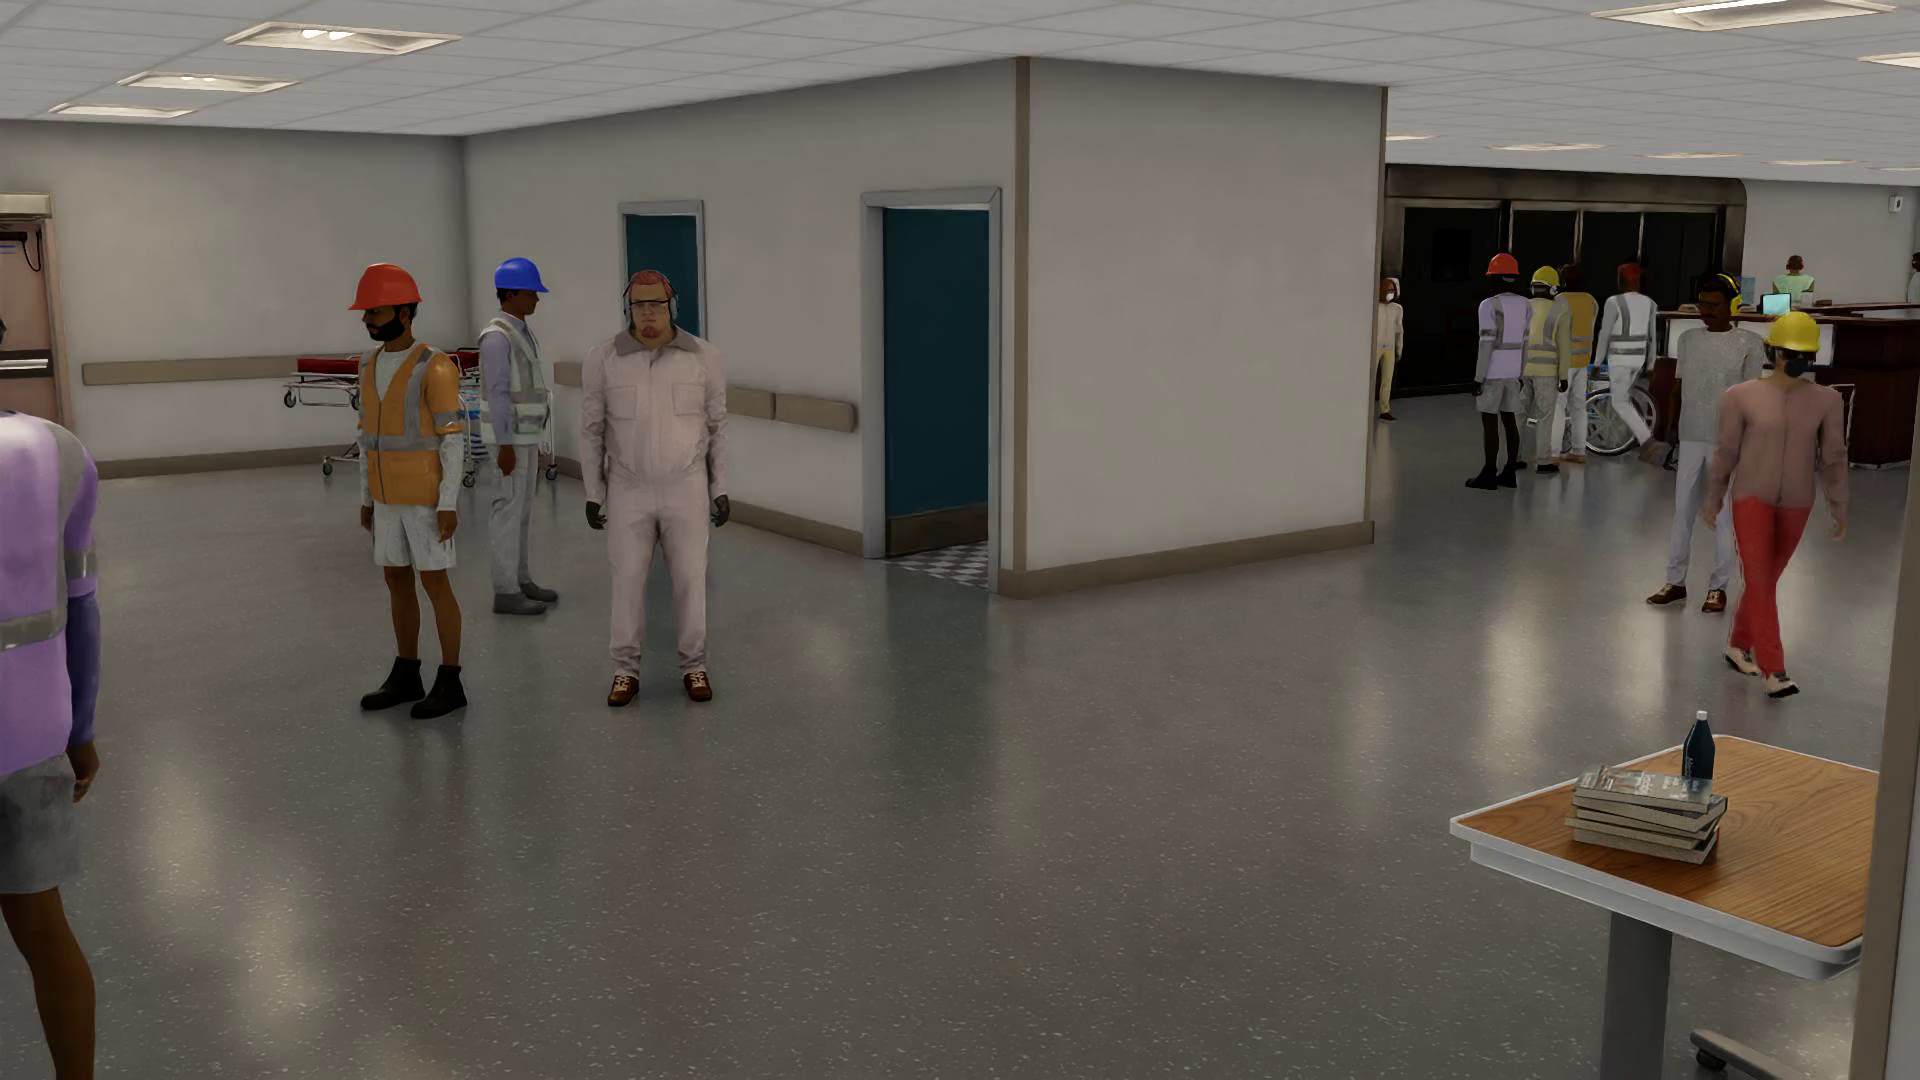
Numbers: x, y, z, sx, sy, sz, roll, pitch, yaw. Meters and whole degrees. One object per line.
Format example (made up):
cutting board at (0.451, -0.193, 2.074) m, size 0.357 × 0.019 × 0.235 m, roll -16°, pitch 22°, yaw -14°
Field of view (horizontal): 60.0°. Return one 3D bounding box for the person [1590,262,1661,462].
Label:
person at (6.266, -1.659, 15.524) m, size 0.558 × 1.852 × 0.877 m, roll -5°, pitch 11°, yaw -26°

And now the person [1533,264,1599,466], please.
person at (5.530, -1.595, 15.224) m, size 0.625 × 1.836 × 0.431 m, roll -5°, pitch 11°, yaw -27°

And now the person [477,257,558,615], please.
person at (-2.428, -0.569, 9.137) m, size 0.409 × 1.943 × 0.615 m, roll 0°, pitch 10°, yaw -1°

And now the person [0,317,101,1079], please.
person at (-2.046, 0.413, 3.422) m, size 0.409 × 2.028 × 0.615 m, roll 3°, pitch 11°, yaw 18°

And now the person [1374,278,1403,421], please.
person at (4.813, -2.158, 18.951) m, size 0.504 × 1.627 × 0.285 m, roll -3°, pitch 10°, yaw -14°

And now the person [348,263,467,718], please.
person at (-2.372, -0.199, 7.088) m, size 0.551 × 1.935 × 0.375 m, roll 6°, pitch 12°, yaw 29°

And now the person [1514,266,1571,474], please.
person at (5.106, -1.494, 14.678) m, size 0.404 × 1.825 × 0.596 m, roll -9°, pitch 14°, yaw -41°

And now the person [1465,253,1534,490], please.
person at (4.429, -1.381, 13.707) m, size 0.552 × 1.936 × 0.360 m, roll -6°, pitch 12°, yaw -28°

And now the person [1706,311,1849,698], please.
person at (3.703, -0.166, 7.506) m, size 0.540 × 1.708 × 0.923 m, roll 1°, pitch 10°, yaw 4°

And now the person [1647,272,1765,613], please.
person at (4.120, -0.531, 9.158) m, size 0.327 × 1.865 × 0.521 m, roll -9°, pitch 14°, yaw -42°

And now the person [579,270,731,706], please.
person at (-1.329, -0.222, 7.301) m, size 0.654 × 1.906 × 0.408 m, roll -2°, pitch 10°, yaw -11°

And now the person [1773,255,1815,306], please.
person at (12.339, -3.298, 24.697) m, size 0.565 × 1.850 × 0.390 m, roll 4°, pitch 11°, yaw 22°
